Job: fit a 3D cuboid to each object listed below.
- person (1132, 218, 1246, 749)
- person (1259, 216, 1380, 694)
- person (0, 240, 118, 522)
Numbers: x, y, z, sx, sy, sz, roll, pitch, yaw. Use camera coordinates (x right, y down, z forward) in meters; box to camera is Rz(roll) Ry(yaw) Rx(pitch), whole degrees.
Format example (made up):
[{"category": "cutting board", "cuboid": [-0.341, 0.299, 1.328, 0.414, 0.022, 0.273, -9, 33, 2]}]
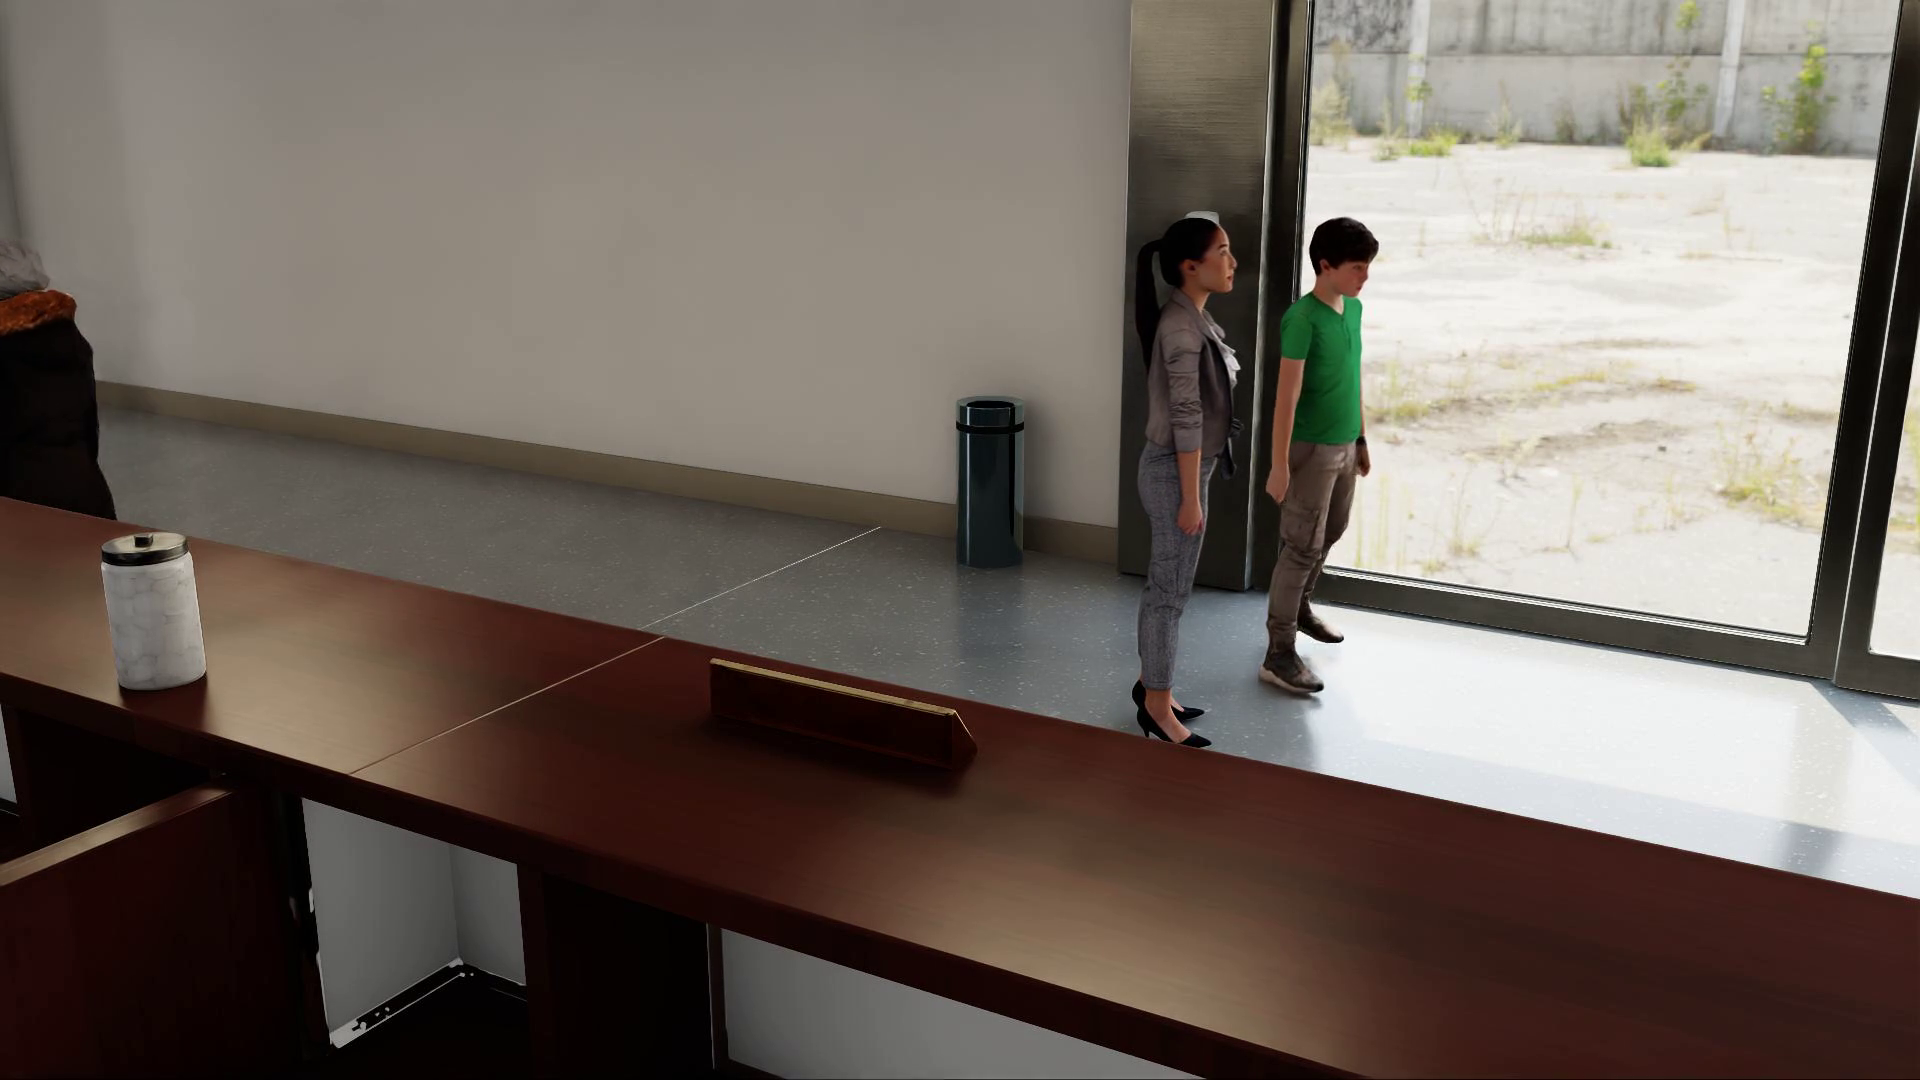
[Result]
[{"category": "person", "cuboid": [0.693, -0.179, 5.291, 0.771, 1.677, 0.654, 1, 16, 5]}, {"category": "person", "cuboid": [1.228, -0.309, 5.829, 0.951, 1.637, 0.770, 14, 21, 42]}, {"category": "person", "cuboid": [-2.734, -0.082, 5.066, 0.722, 1.612, 0.607, 5, 16, 16]}]
